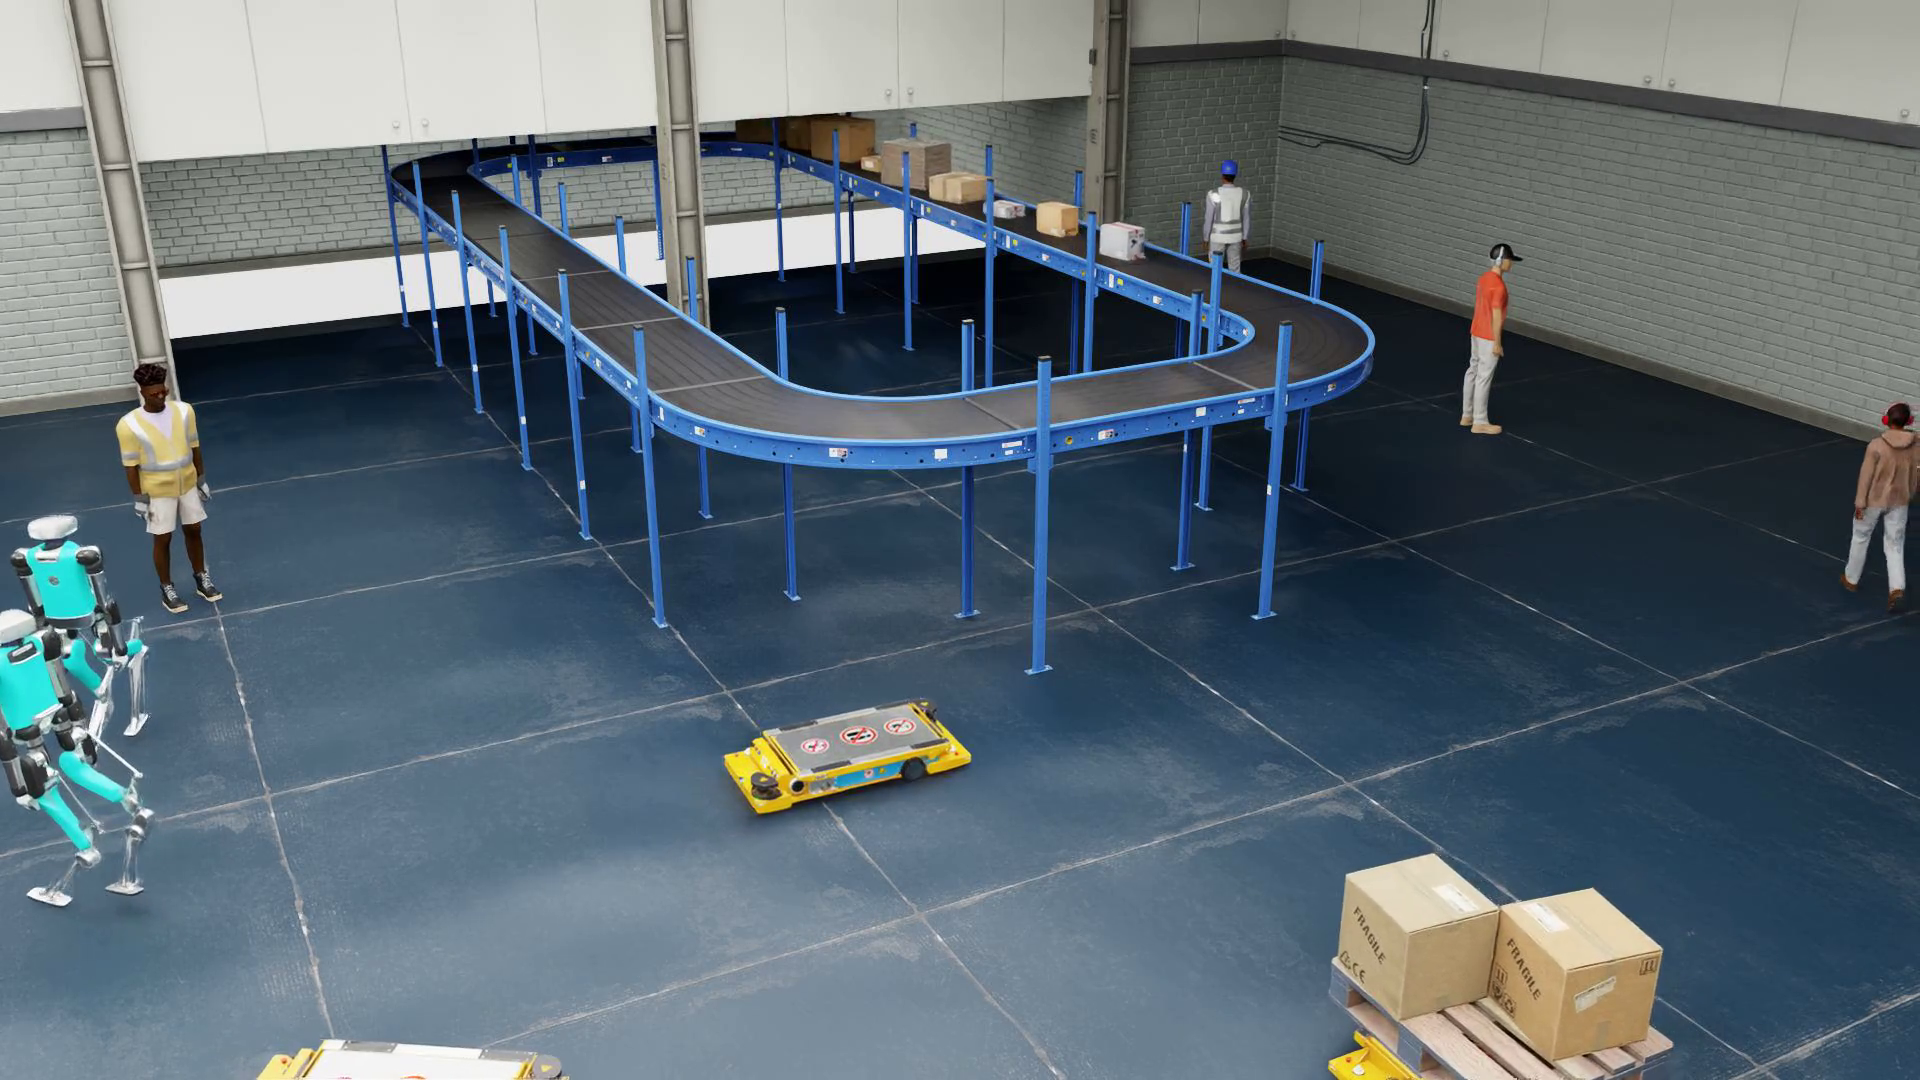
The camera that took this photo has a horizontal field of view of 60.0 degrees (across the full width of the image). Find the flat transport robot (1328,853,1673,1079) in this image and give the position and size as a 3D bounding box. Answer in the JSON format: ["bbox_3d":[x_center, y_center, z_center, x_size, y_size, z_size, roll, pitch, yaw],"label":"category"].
[{"bbox_3d":[2.519,2.429,7.872,1.431,0.231,0.659,-10,24,-24],"label":"flat transport robot"}]

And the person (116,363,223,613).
[{"bbox_3d":[-6.008,-0.405,12.637,0.383,1.958,0.596,15,27,33],"label":"person"}]

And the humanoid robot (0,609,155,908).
[{"bbox_3d":[-4.708,1.233,8.855,0.959,1.741,0.538,8,23,18],"label":"humanoid robot"}]

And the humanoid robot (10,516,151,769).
[{"bbox_3d":[-5.441,0.597,10.490,0.550,1.749,1.046,0,22,0],"label":"humanoid robot"}]

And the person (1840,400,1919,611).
[{"bbox_3d":[7.099,-0.272,12.732,0.470,1.623,0.752,3,22,8],"label":"person"}]

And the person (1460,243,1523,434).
[{"bbox_3d":[5.333,-2.029,16.709,0.412,1.909,0.475,-2,22,-5],"label":"person"}]

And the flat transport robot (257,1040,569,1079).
[{"bbox_3d":[-2.560,2.578,7.502,1.431,0.231,0.659,2,22,5],"label":"flat transport robot"}]

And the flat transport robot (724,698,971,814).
[{"bbox_3d":[-0.711,1.354,10.528,1.431,0.231,0.659,-10,24,-24],"label":"flat transport robot"}]

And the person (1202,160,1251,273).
[{"bbox_3d":[3.375,-3.842,21.137,0.614,1.945,0.402,-4,22,-9],"label":"person"}]
